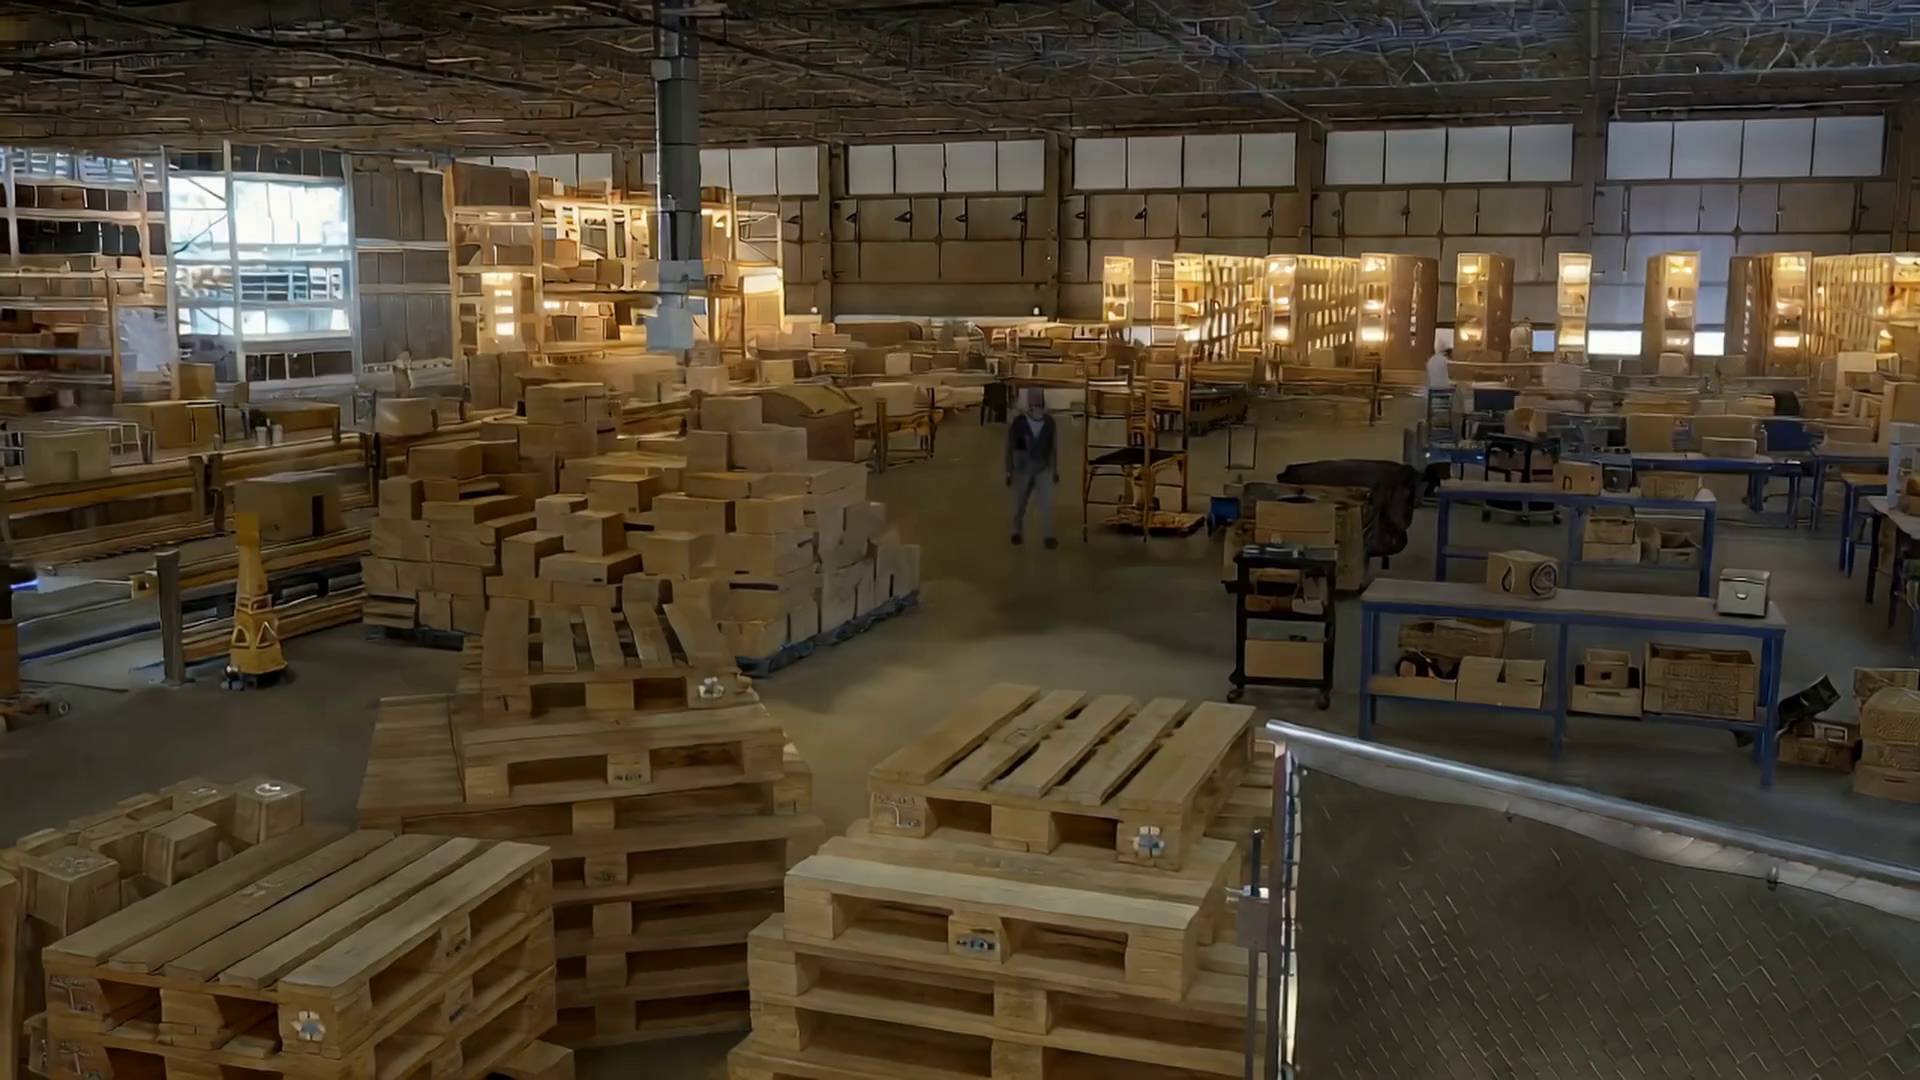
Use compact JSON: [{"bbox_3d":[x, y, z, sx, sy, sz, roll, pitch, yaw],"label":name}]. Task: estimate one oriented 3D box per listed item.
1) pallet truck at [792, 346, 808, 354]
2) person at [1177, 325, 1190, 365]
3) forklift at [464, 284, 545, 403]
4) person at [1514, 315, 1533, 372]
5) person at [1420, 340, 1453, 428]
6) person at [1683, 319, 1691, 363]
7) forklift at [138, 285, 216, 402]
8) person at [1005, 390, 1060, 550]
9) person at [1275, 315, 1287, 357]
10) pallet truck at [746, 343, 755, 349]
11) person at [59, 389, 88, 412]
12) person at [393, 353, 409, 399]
[{"bbox_3d":[-3.705,-4.298,42.022,0.653,1.274,1.630,3,10,20],"label":"pallet truck"},{"bbox_3d":[5.672,-4.661,42.860,0.533,1.751,0.541,4,10,24],"label":"person"},{"bbox_3d":[-10.832,-4.702,39.610,1.129,2.768,1.873,3,10,20],"label":"forklift"},{"bbox_3d":[16.954,-5.834,50.002,0.600,1.830,0.403,-2,9,-12],"label":"person"},{"bbox_3d":[8.665,-2.687,30.093,0.743,1.881,0.668,-2,9,-15],"label":"person"},{"bbox_3d":[21.011,-5.543,48.155,0.442,1.832,0.596,3,10,19],"label":"person"},{"bbox_3d":[-17.480,-4.200,36.461,1.873,2.768,1.129,3,10,19],"label":"forklift"},{"bbox_3d":[0.825,-0.777,18.455,0.632,1.759,1.002,-1,9,-8],"label":"person"},{"bbox_3d":[10.070,-6.145,51.538,0.834,1.963,0.624,0,9,-3],"label":"person"},{"bbox_3d":[-6.183,-4.618,44.264,1.601,1.201,0.680,-9,12,-43],"label":"pallet truck"},{"bbox_3d":[-14.677,-2.307,27.654,0.556,1.884,0.985,4,10,24],"label":"person"},{"bbox_3d":[-10.050,-2.547,29.984,0.275,1.631,0.507,-1,9,-6],"label":"person"}]
